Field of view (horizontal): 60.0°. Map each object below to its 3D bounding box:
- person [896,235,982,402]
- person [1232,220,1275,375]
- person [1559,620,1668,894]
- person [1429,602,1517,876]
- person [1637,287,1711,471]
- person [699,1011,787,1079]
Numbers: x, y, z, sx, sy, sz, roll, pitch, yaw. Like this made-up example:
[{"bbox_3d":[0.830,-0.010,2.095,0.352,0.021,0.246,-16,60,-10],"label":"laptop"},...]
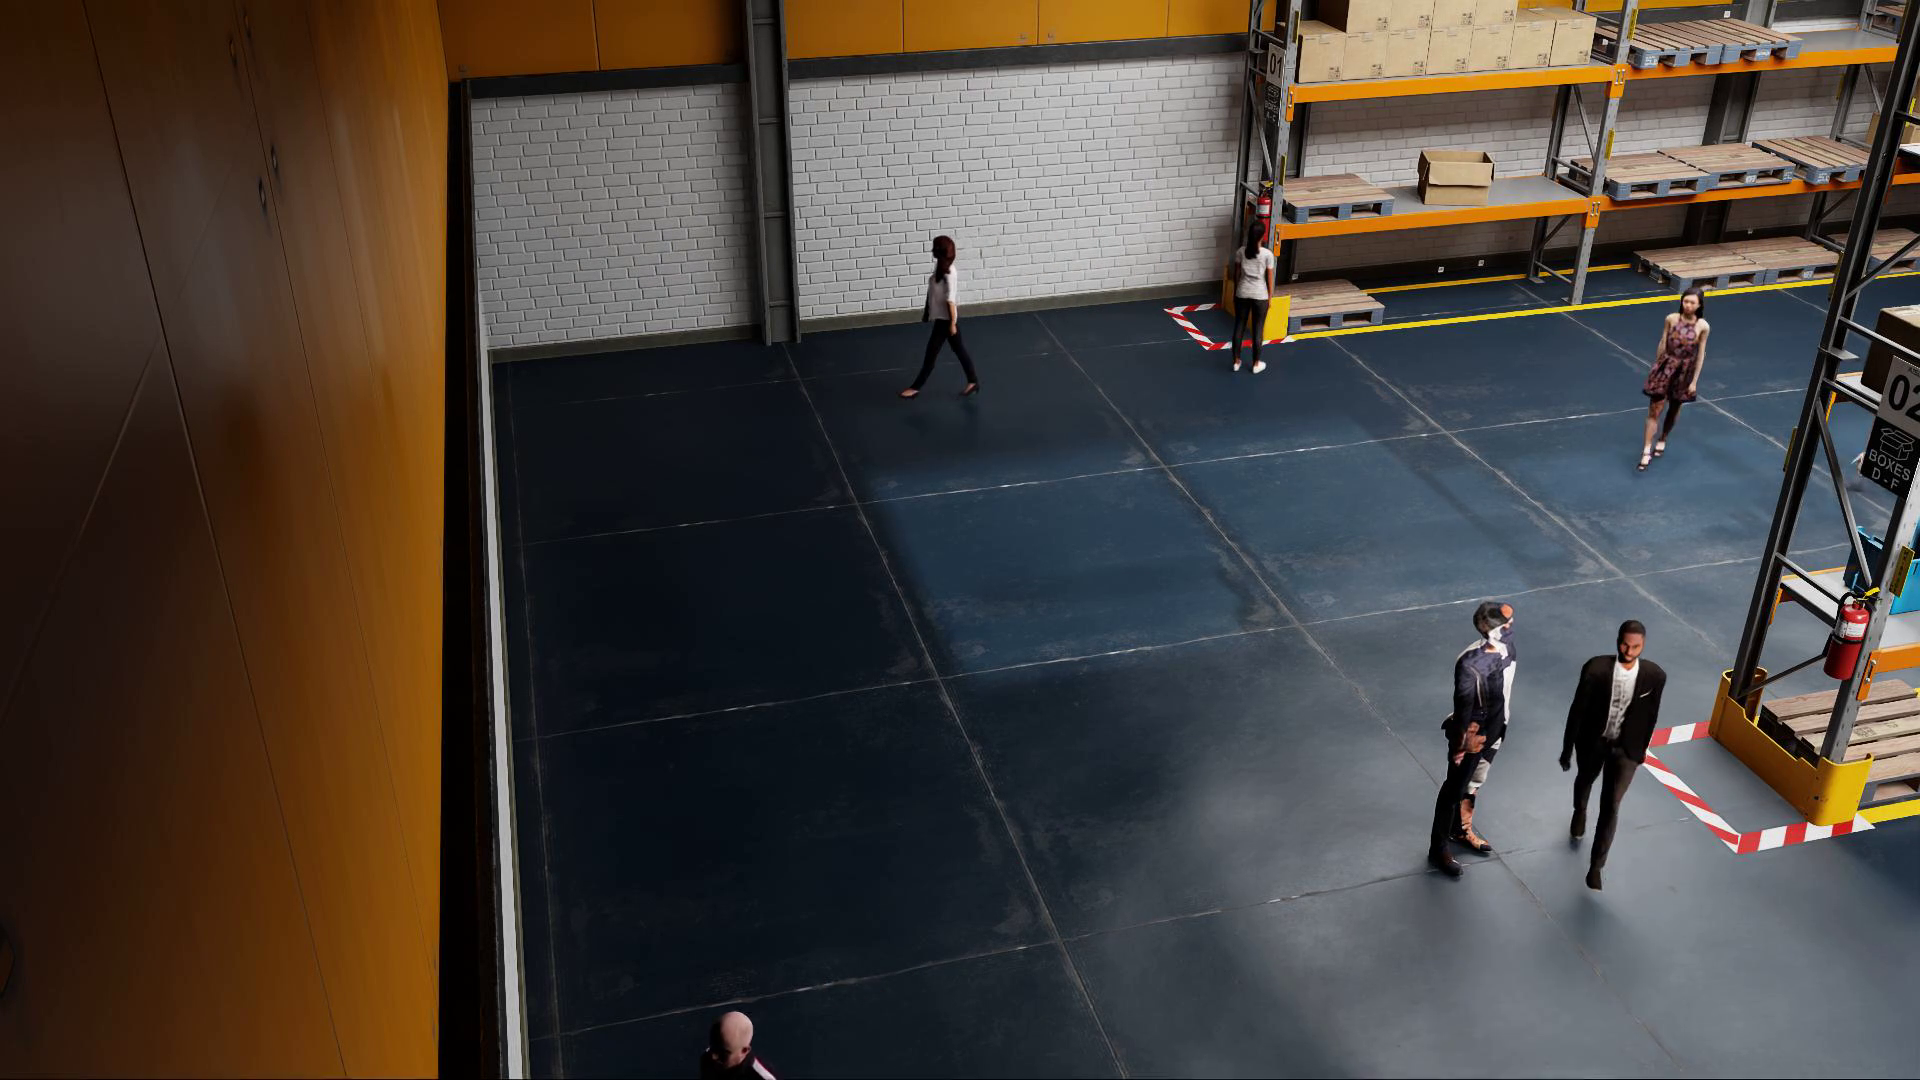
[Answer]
[{"bbox_3d":[-0.058,-2.198,16.833,1.123,1.733,0.662,-6,29,-11],"label":"person"},{"bbox_3d":[3.092,-2.578,17.624,0.636,1.643,0.711,13,31,22],"label":"person"},{"bbox_3d":[4.070,1.255,10.489,1.216,1.747,1.160,9,30,16],"label":"person"},{"bbox_3d":[3.233,1.204,10.425,0.696,1.897,0.835,-23,36,-36],"label":"person"},{"bbox_3d":[6.742,-1.546,15.625,0.956,1.744,1.039,17,33,28],"label":"person"},{"bbox_3d":[-0.879,2.824,7.556,1.085,1.801,1.175,18,34,30],"label":"person"}]
